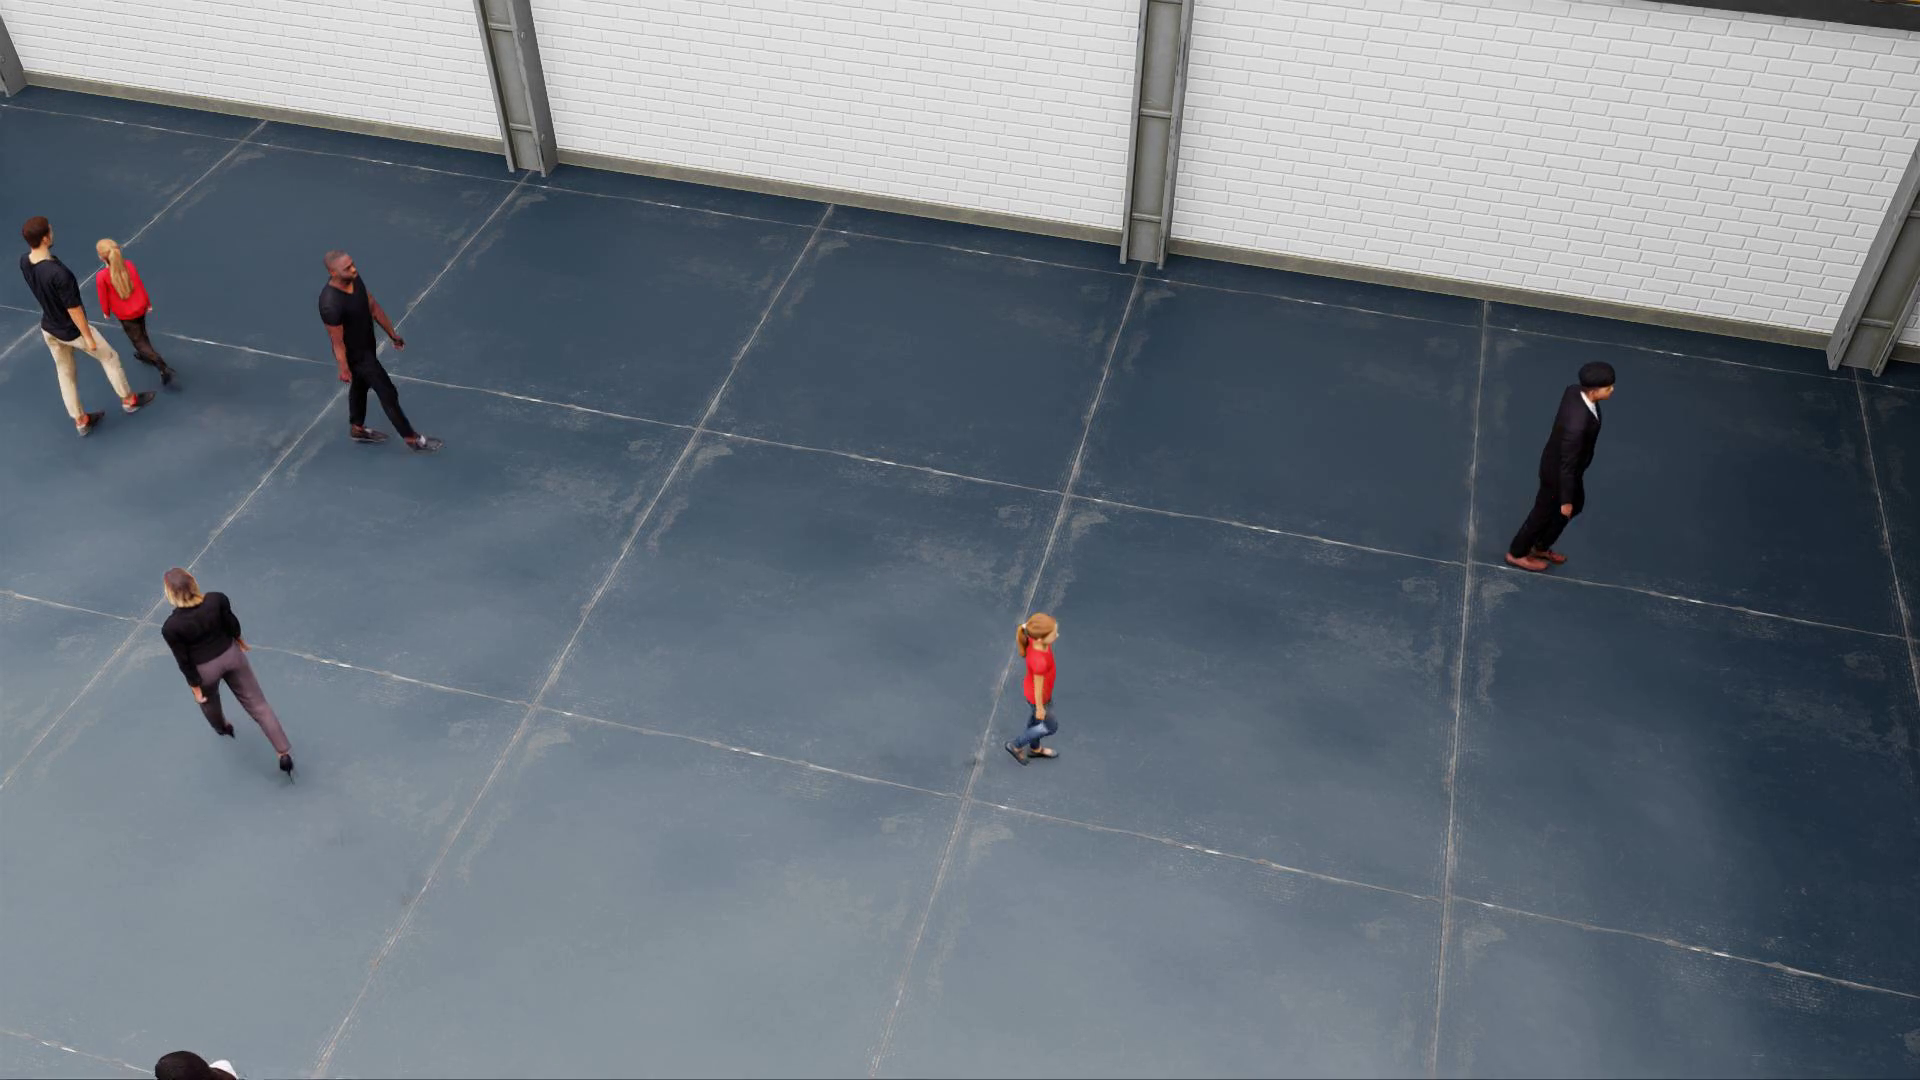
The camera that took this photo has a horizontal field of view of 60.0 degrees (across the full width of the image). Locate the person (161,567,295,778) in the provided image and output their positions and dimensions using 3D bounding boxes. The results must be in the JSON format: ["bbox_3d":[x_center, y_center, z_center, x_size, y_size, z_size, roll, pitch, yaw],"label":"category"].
[{"bbox_3d":[-4.502,0.853,10.251,1.119,1.626,0.887,30,51,28],"label":"person"}]

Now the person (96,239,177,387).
[{"bbox_3d":[-6.613,-1.813,13.314,0.941,1.262,0.646,22,48,22],"label":"person"}]

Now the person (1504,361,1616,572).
[{"bbox_3d":[4.069,-0.506,11.501,0.677,1.869,0.757,15,46,15],"label":"person"}]

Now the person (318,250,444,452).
[{"bbox_3d":[-4.610,-1.415,12.514,1.078,1.787,0.804,2,44,2],"label":"person"}]

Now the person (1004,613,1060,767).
[{"bbox_3d":[0.430,0.943,10.389,0.628,1.306,0.551,2,44,2],"label":"person"}]

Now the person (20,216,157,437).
[{"bbox_3d":[-6.838,-1.556,12.635,0.848,1.825,0.850,15,46,16],"label":"person"}]
